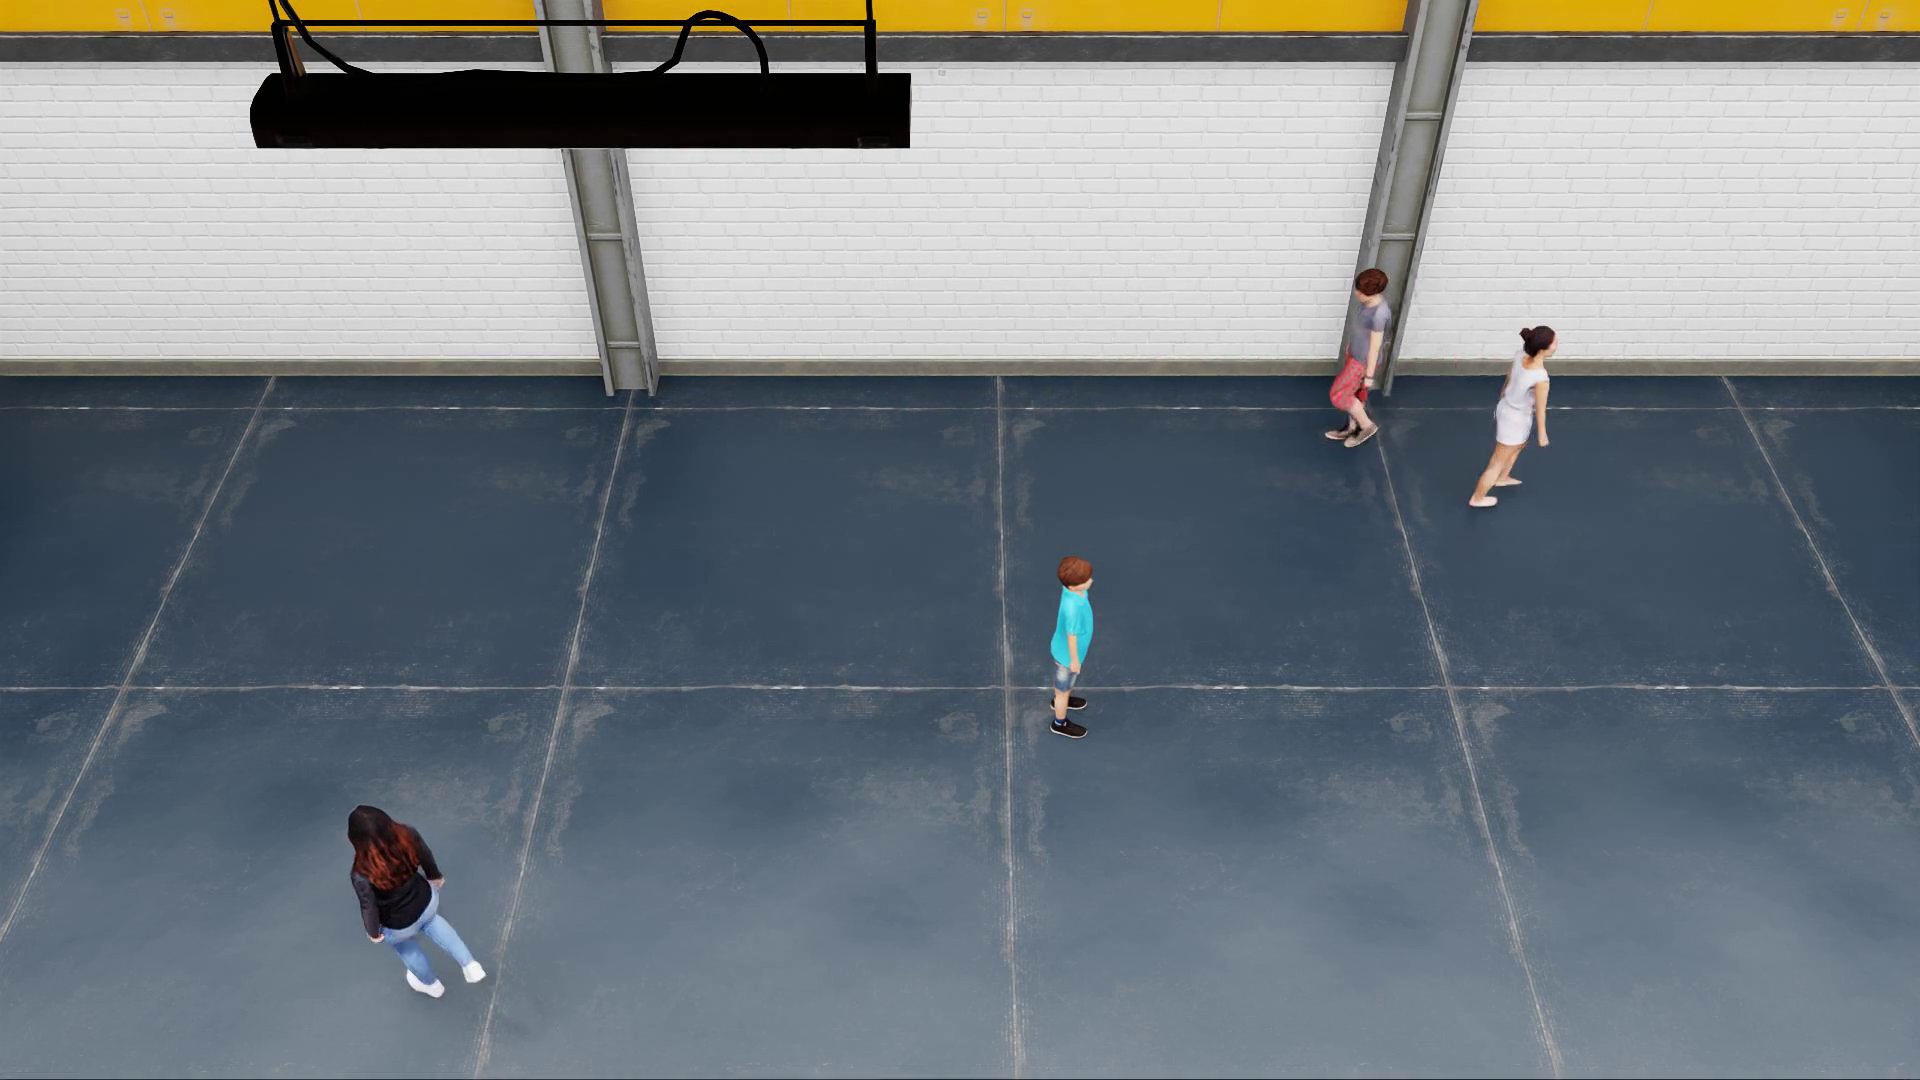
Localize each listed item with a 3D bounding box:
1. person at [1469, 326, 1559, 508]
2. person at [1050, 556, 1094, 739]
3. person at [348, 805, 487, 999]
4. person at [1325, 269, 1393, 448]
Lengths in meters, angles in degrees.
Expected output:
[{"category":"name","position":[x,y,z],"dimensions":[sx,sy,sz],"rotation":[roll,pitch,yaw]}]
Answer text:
[{"category":"person","position":[3.964,-0.871,12.098],"dimensions":[0.729,1.589,0.621],"rotation":[-5,44,-5]},{"category":"person","position":[0.694,0.652,10.602],"dimensions":[0.509,1.448,0.537],"rotation":[4,44,4]},{"category":"person","position":[-2.948,2.033,9.030],"dimensions":[0.904,1.618,0.824],"rotation":[21,47,20]},{"category":"person","position":[3.129,-1.353,12.569],"dimensions":[0.651,1.638,0.609],"rotation":[0,44,0]}]
